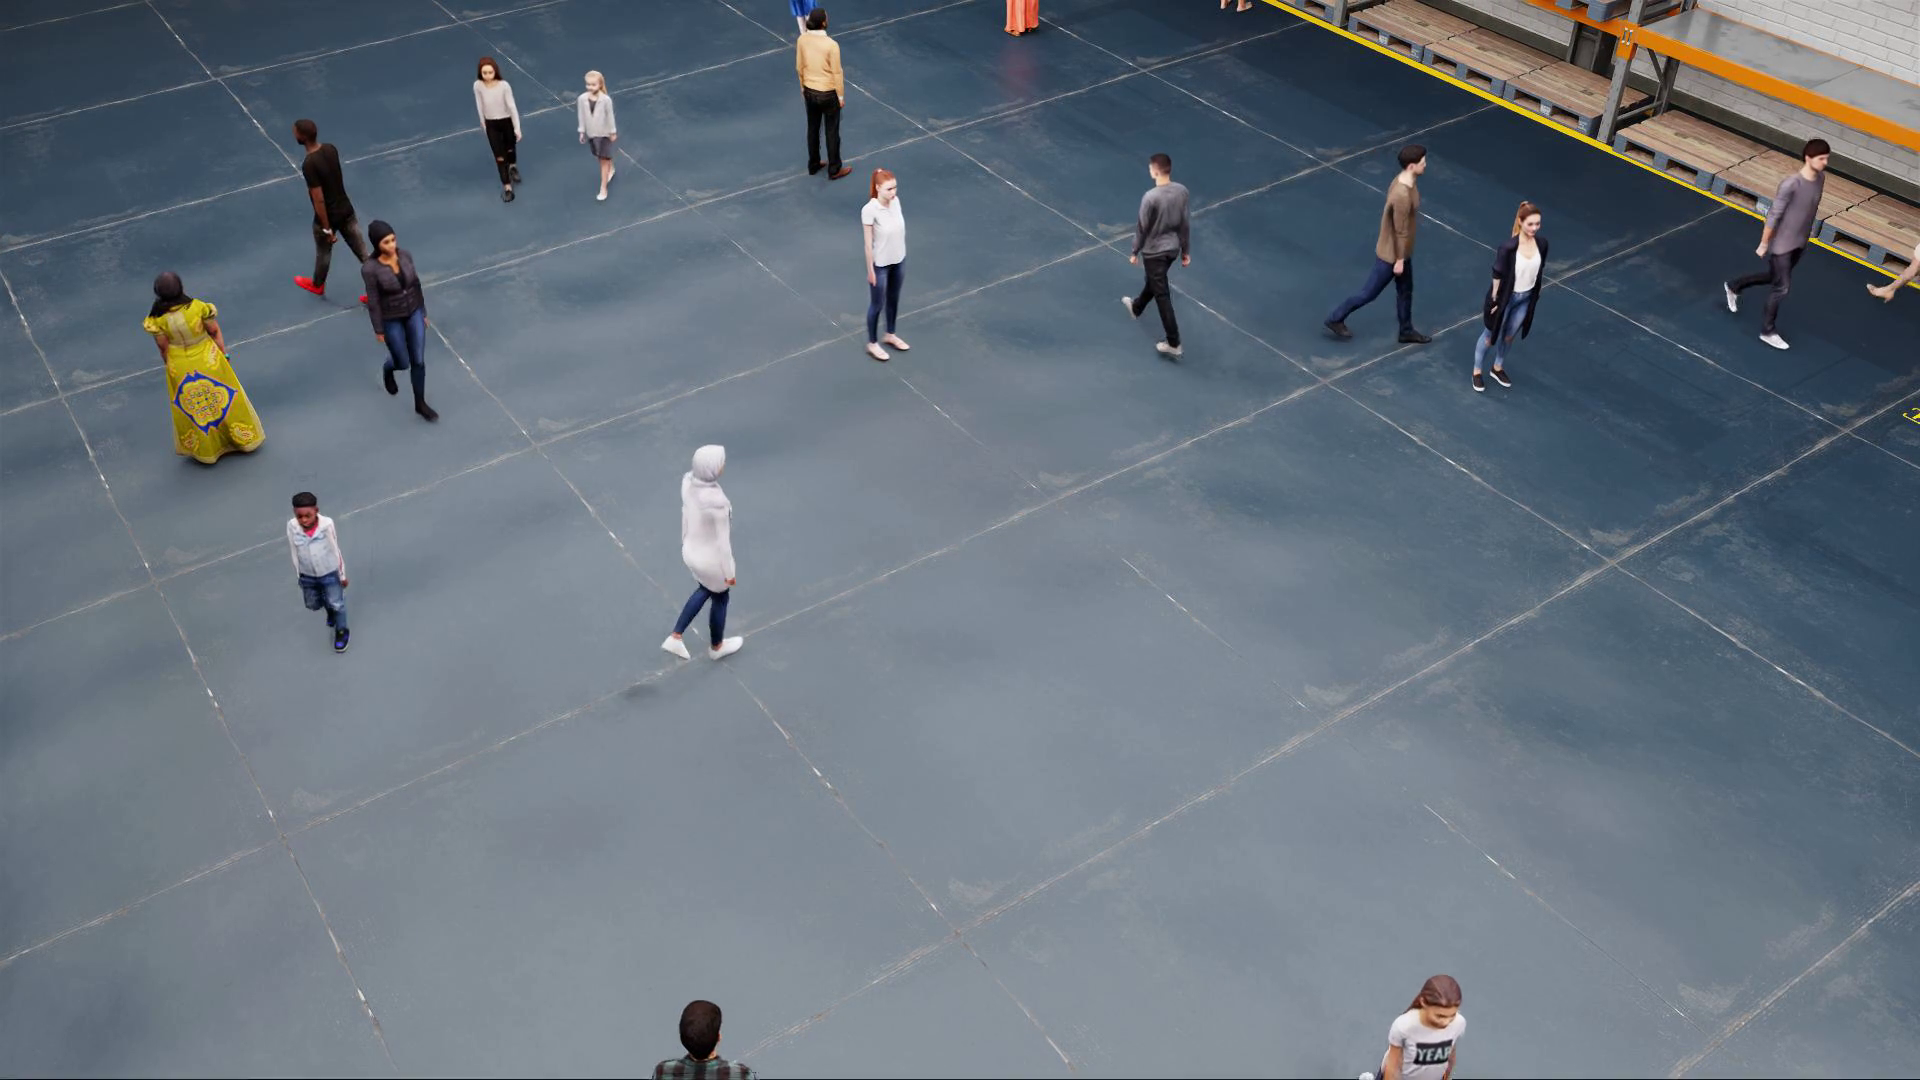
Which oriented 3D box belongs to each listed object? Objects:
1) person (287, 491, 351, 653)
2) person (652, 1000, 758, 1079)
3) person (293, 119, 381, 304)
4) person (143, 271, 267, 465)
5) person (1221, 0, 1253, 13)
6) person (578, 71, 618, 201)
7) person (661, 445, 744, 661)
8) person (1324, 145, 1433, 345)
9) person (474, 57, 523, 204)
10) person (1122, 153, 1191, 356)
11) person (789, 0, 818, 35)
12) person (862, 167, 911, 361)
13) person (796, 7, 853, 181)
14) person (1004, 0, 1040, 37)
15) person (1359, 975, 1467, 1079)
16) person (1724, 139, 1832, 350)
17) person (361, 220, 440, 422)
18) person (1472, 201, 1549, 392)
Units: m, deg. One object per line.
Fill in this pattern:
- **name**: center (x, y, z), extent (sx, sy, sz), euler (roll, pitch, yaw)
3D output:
- **person**: center (-4.370, 0.160, 11.391), extent (0.652, 1.255, 0.736), euler (-2, 39, -2)
- **person**: center (-1.171, 2.842, 7.719), extent (0.762, 1.699, 0.797), euler (5, 39, 7)
- **person**: center (-5.460, -2.857, 14.760), extent (1.222, 1.765, 1.041), euler (14, 41, 17)
- **person**: center (-5.943, -1.353, 12.961), extent (0.900, 1.661, 0.831), euler (-17, 42, -20)
- **person**: center (3.449, -7.453, 20.447), extent (0.637, 1.849, 0.759), euler (20, 43, 23)
- **person**: center (-3.627, -4.131, 16.770), extent (0.876, 1.247, 0.895), euler (9, 40, 11)
- **person**: center (-1.755, 0.158, 10.994), extent (0.743, 1.753, 0.775), euler (-26, 45, -29)
- **person**: center (3.618, -2.484, 14.225), extent (1.252, 1.850, 1.131), euler (10, 40, 12)
- **person**: center (-4.597, -4.178, 16.674), extent (0.855, 1.440, 1.084), euler (-6, 39, -7)
- **person**: center (1.769, -2.406, 14.244), extent (0.696, 1.705, 1.233), euler (-21, 43, -24)
- **person**: center (-1.841, -6.451, 19.235), extent (0.903, 1.796, 1.047), euler (-2, 39, -3)
- **person**: center (-0.640, -2.365, 14.167), extent (0.581, 1.737, 0.598), euler (30, 47, 32)
- **person**: center (-1.406, -4.531, 16.865), extent (0.674, 1.753, 0.807), euler (19, 42, 22)
- **person**: center (0.734, -6.937, 19.840), extent (0.606, 1.801, 0.556), euler (-23, 44, -26)
- **person**: center (2.169, 2.579, 8.126), extent (0.776, 1.549, 0.919), euler (-3, 39, -3)
- **person**: center (7.103, -2.626, 14.423), extent (0.750, 1.825, 1.113), euler (-20, 43, -23)
- **person**: center (-4.570, -1.796, 13.457), extent (0.930, 1.733, 0.735), euler (30, 47, 32)
- **person**: center (4.562, -2.016, 13.772), extent (0.706, 1.683, 0.691), euler (-8, 39, -10)
